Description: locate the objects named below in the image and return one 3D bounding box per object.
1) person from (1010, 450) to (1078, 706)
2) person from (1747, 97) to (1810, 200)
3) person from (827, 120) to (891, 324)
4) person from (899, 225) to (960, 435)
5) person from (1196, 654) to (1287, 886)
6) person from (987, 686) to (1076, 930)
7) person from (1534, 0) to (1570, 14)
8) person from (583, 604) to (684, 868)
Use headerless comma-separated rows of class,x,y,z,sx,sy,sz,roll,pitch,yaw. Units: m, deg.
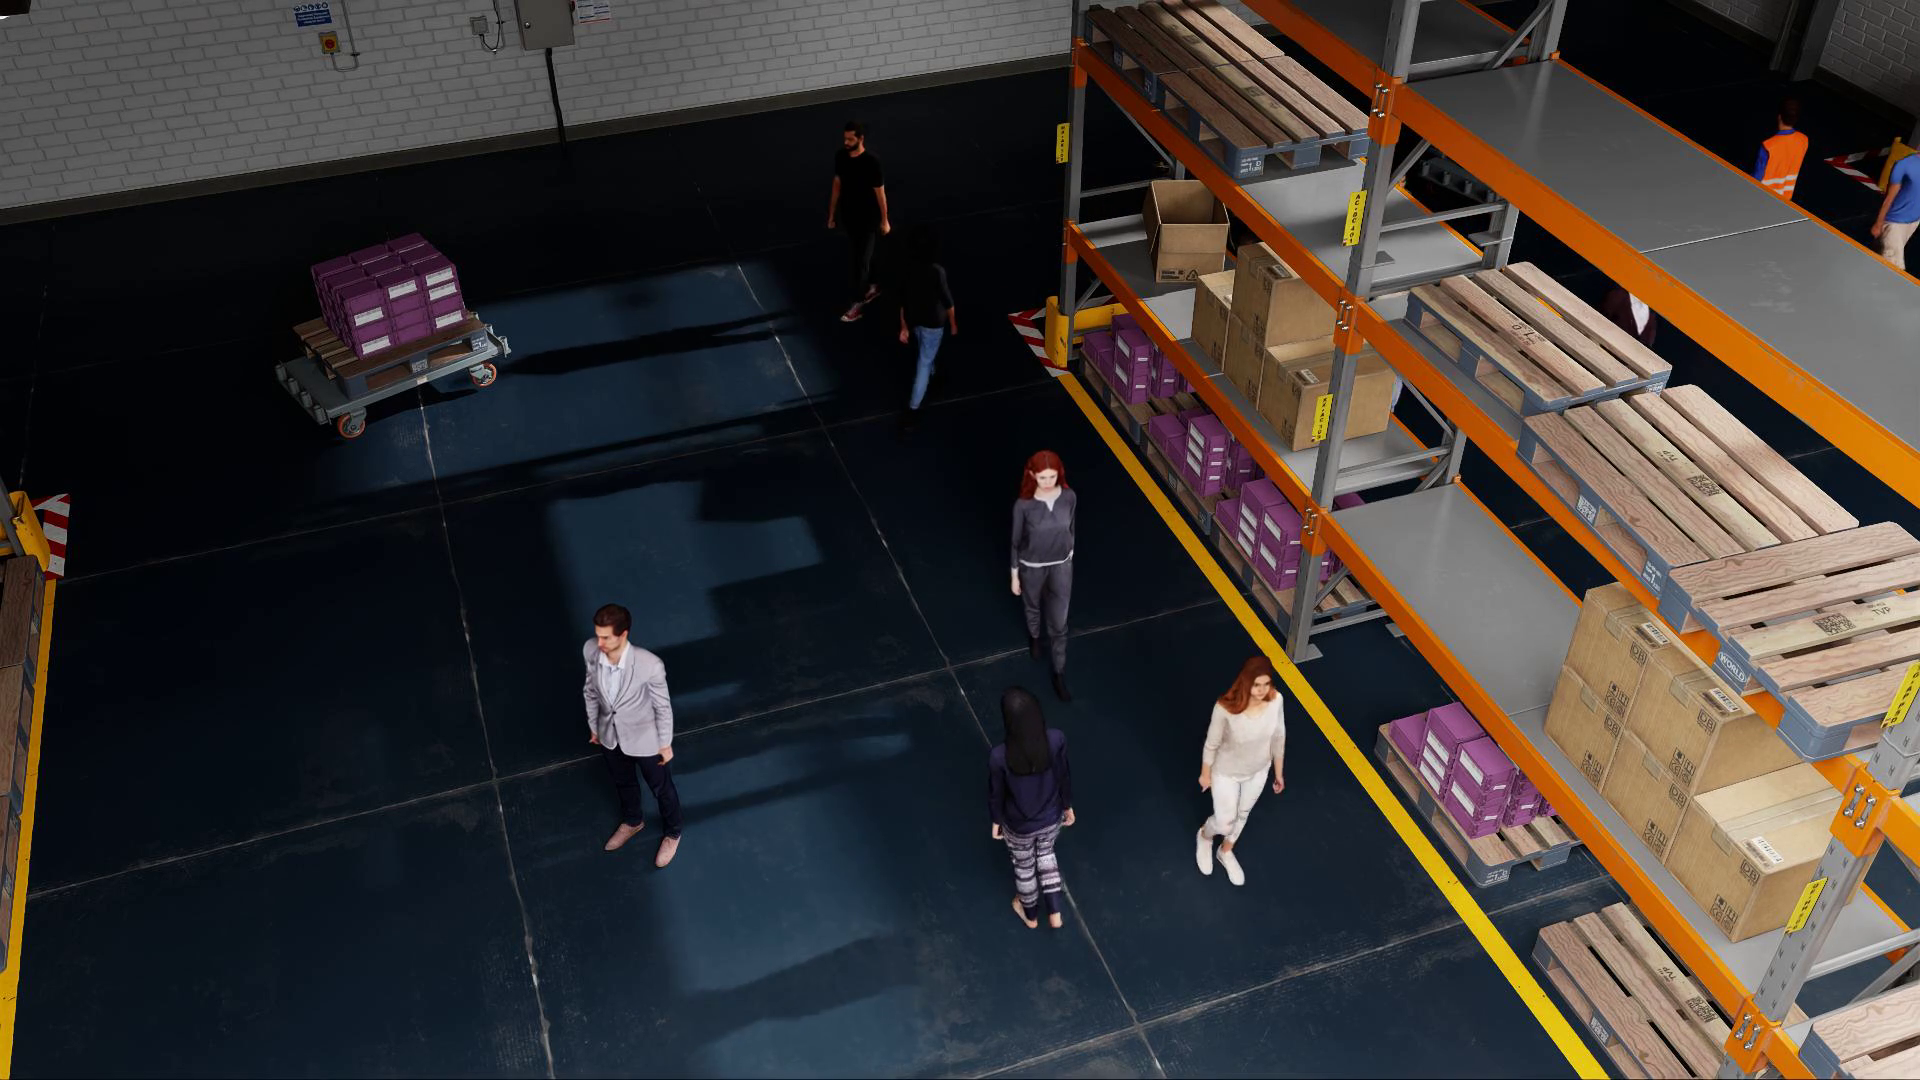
person,0.509,0.116,10.656,0.706,1.741,1.014,-6,39,-7
person,6.940,-2.927,14.372,0.693,1.860,0.595,-14,41,-17
person,-0.796,-2.810,14.325,1.016,1.736,1.020,25,45,27
person,-0.296,-1.596,12.864,1.120,1.662,1.107,20,43,23
person,1.539,1.213,9.320,0.599,1.696,0.584,-12,40,-15
person,0.418,1.521,8.924,0.624,1.709,0.697,-10,40,-12
person,6.376,-5.716,17.912,0.714,1.800,0.659,-24,45,-27
person,-1.842,1.076,9.367,0.756,1.851,0.804,14,41,17
